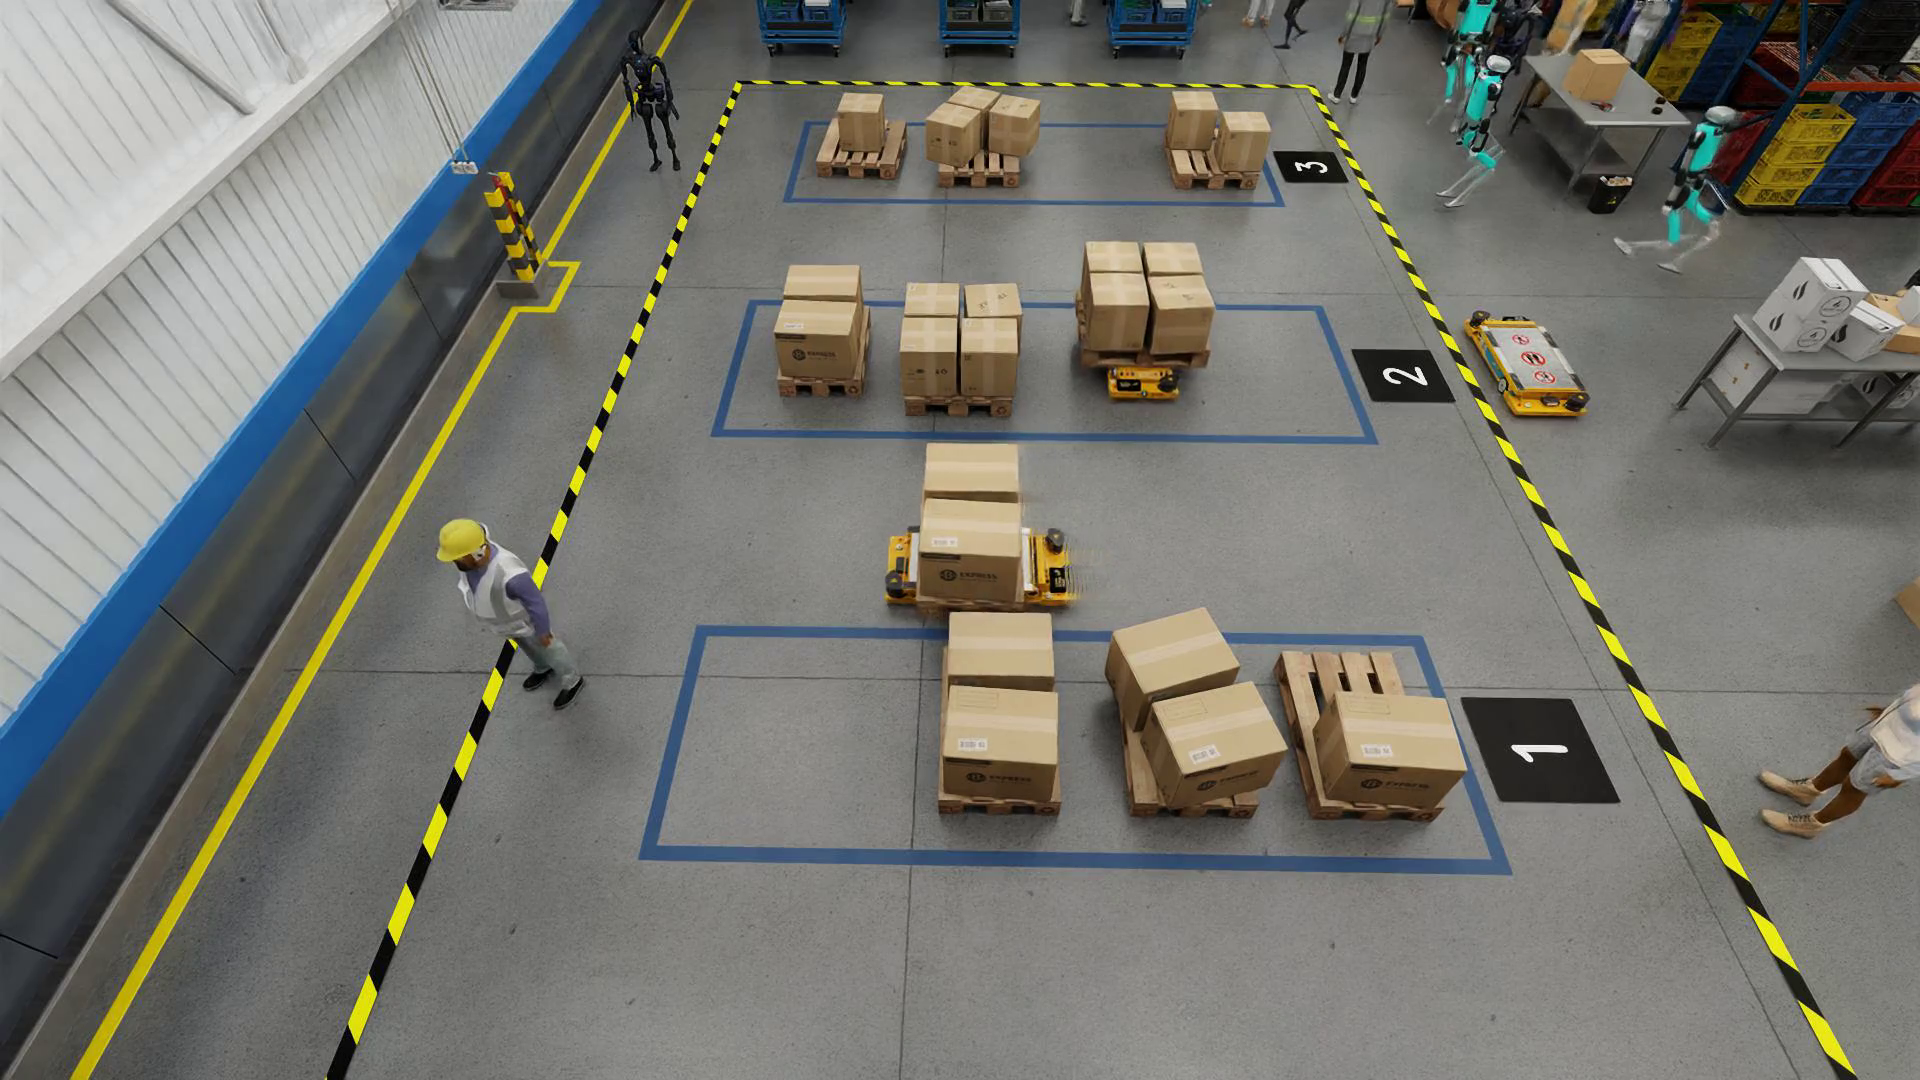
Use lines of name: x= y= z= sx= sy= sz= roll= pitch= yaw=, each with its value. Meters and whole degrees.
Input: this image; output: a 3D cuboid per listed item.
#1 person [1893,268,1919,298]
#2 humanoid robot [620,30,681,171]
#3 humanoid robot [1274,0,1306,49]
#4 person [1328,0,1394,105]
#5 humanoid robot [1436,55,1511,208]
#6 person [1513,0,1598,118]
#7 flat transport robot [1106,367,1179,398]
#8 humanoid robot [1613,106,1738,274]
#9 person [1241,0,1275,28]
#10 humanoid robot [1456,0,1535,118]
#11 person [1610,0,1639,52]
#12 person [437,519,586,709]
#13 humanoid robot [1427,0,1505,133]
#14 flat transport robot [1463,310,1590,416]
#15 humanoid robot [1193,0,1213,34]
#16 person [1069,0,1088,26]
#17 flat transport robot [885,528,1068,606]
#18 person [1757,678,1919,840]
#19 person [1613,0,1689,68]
person: x=10.340 y=-3.180 z=9.254 sx=0.332 sy=1.836 sz=0.500 roll=-31 pitch=56 yaw=-24
humanoid robot: x=-3.769 y=-5.360 z=11.231 sx=0.599 sy=1.657 sz=0.315 roll=-1 pitch=49 yaw=-1
humanoid robot: x=5.155 y=-8.277 z=13.766 sx=0.430 sy=1.649 sz=0.611 roll=8 pitch=50 yaw=7
person: x=5.475 y=-6.929 z=12.484 sx=0.597 sy=1.850 sz=0.396 roll=1 pitch=49 yaw=1
humanoid robot: x=6.042 y=-4.652 z=10.499 sx=0.735 sy=1.677 sz=0.533 roll=0 pitch=49 yaw=0
person: x=7.974 y=-6.601 z=12.172 sx=0.552 sy=1.892 sz=0.559 roll=-11 pitch=50 yaw=-9
flat transport robot: x=1.776 y=-1.962 z=9.213 sx=0.652 sy=0.197 sz=1.431 roll=1 pitch=49 yaw=1
humanoid robot: x=7.785 y=-3.591 z=9.677 sx=0.535 sy=1.719 sz=1.016 roll=-26 pitch=54 yaw=-20
person: x=4.828 y=-9.043 z=14.320 sx=0.618 sy=1.845 sz=0.430 roll=-10 pitch=50 yaw=-8
humanoid robot: x=7.236 y=-6.464 z=12.217 sx=0.603 sy=1.645 sz=0.617 roll=-32 pitch=56 yaw=-24
person: x=9.846 y=-7.754 z=13.278 sx=0.698 sy=1.715 sz=0.508 roll=-9 pitch=50 yaw=-8
person: x=-2.961 y=0.496 z=6.069 sx=0.599 sy=1.829 sz=0.404 roll=24 pitch=53 yaw=20
humanoid robot: x=6.591 y=-6.200 z=11.942 sx=0.555 sy=1.796 sz=0.749 roll=7 pitch=49 yaw=6
flat transport robot: x=5.573 y=-1.757 z=9.054 sx=0.659 sy=0.231 sz=1.431 roll=1 pitch=49 yaw=1
humanoid robot: x=3.739 y=-8.636 z=14.102 sx=0.702 sy=1.898 sz=0.539 roll=15 pitch=51 yaw=13
person: x=1.942 y=-9.074 z=14.358 sx=0.406 sy=1.824 sz=0.570 roll=-6 pitch=49 yaw=-5
flat transport robot: x=0.133 y=0.200 z=7.341 sx=1.431 sy=0.197 sz=0.652 roll=1 pitch=49 yaw=1
person: x=5.488 y=1.144 z=5.372 sx=0.389 sy=2.040 sz=0.613 roll=24 pitch=53 yaw=19
person: x=9.192 y=-6.743 z=12.239 sx=0.611 sy=1.988 sz=1.046 roll=6 pitch=49 yaw=5
